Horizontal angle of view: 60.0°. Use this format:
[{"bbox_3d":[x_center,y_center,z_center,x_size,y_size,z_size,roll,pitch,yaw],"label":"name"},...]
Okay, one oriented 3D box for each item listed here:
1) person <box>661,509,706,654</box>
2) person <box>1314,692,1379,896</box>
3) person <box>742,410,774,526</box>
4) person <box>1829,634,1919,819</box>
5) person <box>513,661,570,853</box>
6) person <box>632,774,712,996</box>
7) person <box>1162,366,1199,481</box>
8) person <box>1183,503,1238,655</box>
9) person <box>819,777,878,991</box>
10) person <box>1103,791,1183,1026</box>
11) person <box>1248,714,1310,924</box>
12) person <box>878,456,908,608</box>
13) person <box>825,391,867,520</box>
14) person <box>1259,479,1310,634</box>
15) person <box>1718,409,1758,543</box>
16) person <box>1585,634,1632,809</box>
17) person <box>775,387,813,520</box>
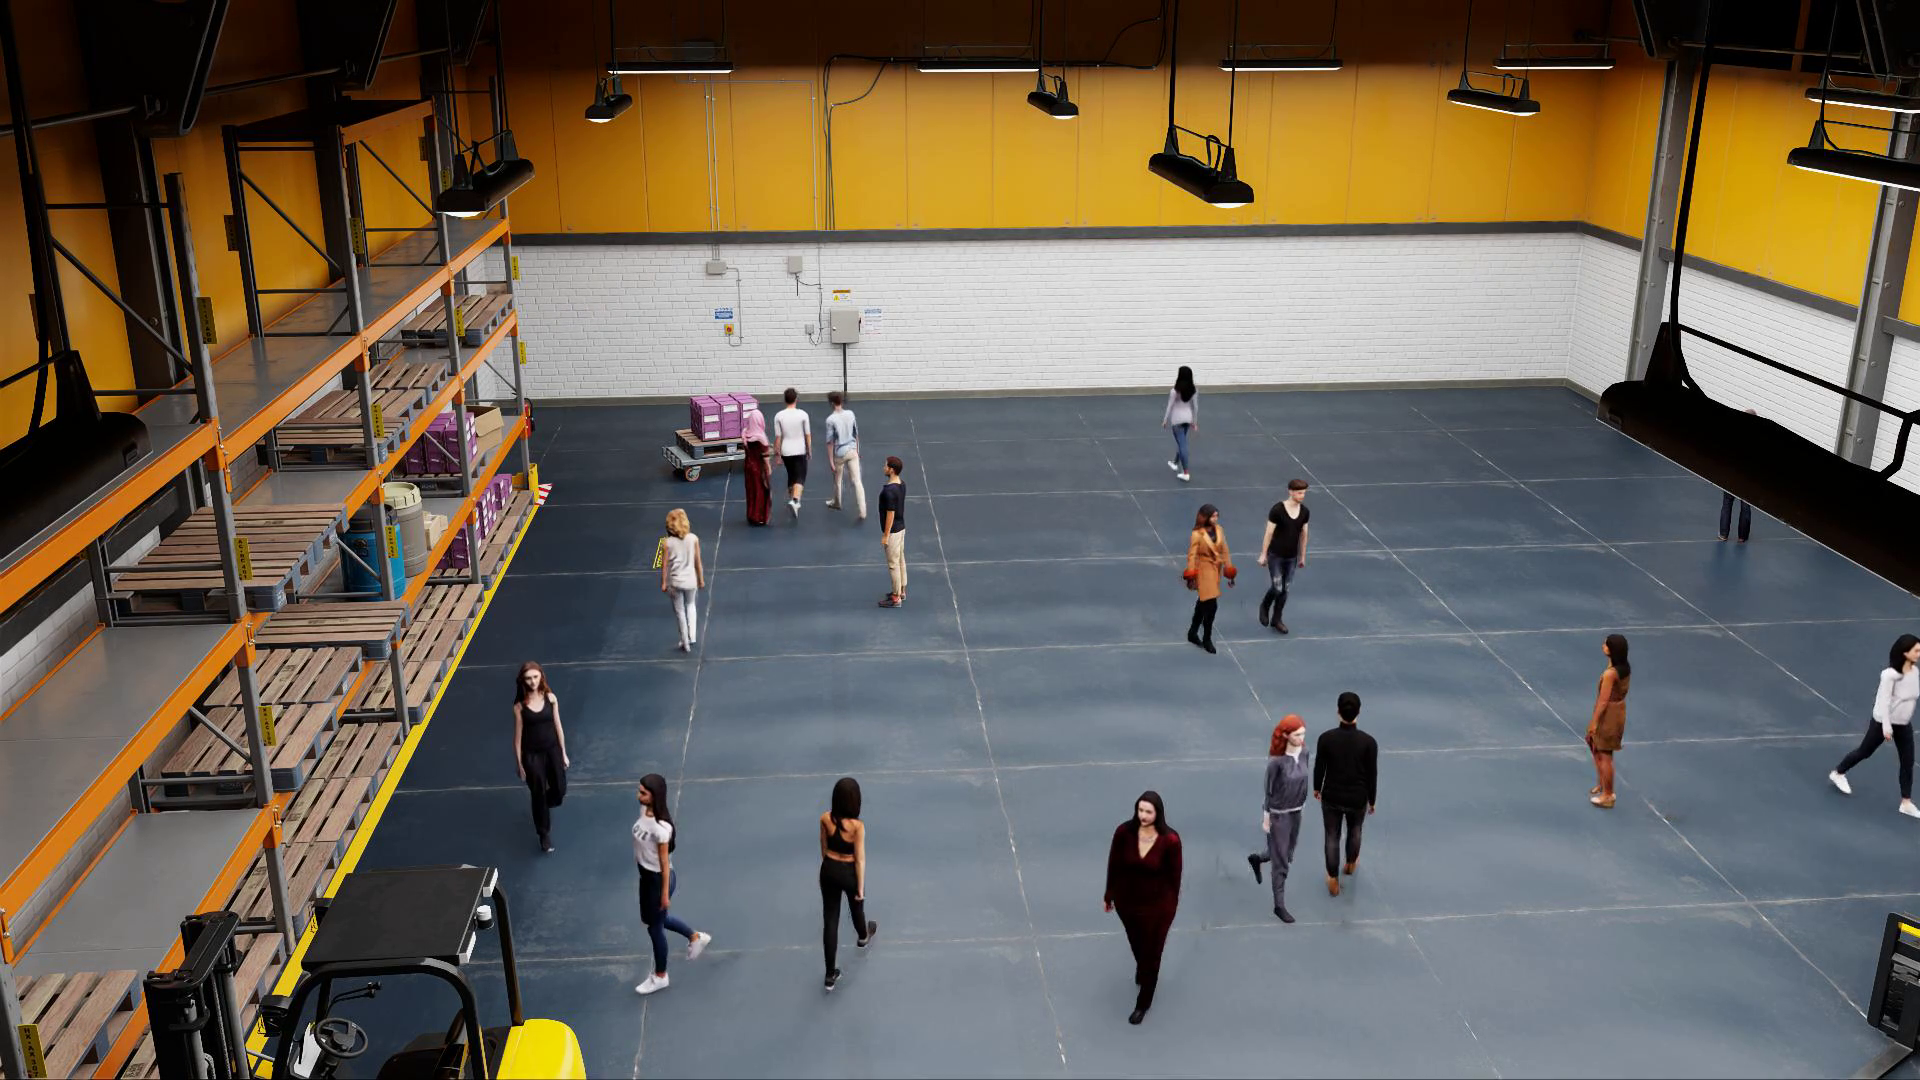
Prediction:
[{"bbox_3d":[-3.090,0.479,18.613,0.698,1.662,0.685,-8,20,-23],"label":"person"},{"bbox_3d":[3.162,2.118,13.678,0.827,1.705,0.958,4,19,12],"label":"person"},{"bbox_3d":[-2.817,-1.009,23.070,0.844,1.637,0.749,-17,25,-40],"label":"person"},{"bbox_3d":[8.388,1.644,15.153,0.861,1.661,1.200,-8,20,-21],"label":"person"},{"bbox_3d":[-3.678,1.836,14.464,0.798,1.736,0.888,-12,22,-31],"label":"person"},{"bbox_3d":[-2.176,2.524,12.380,0.862,1.763,0.897,-10,21,-27],"label":"person"},{"bbox_3d":[3.410,-1.737,25.129,0.865,1.703,1.096,-10,21,-27],"label":"person"},{"bbox_3d":[2.723,0.400,18.784,0.864,1.702,0.935,-13,22,-33],"label":"person"},{"bbox_3d":[-0.922,2.587,12.445,0.837,1.602,1.132,5,19,15],"label":"person"},{"bbox_3d":[1.377,2.602,12.226,1.027,1.714,1.223,9,21,24],"label":"person"},{"bbox_3d":[2.536,2.185,13.392,0.822,1.760,0.982,-11,22,-30],"label":"person"},{"bbox_3d":[-0.793,-0.115,20.066,0.754,1.860,0.584,5,19,14],"label":"person"},{"bbox_3d":[-1.572,-1.139,23.209,1.087,1.793,1.345,-9,20,-24],"label":"person"},{"bbox_3d":[3.690,0.154,19.250,0.785,1.870,0.847,-5,19,-14],"label":"person"},{"bbox_3d":[10.532,-0.884,22.411,0.739,1.820,0.732,8,20,22],"label":"person"},{"bbox_3d":[5.967,1.662,15.075,0.777,1.676,0.709,12,22,32],"label":"person"},{"bbox_3d":[-2.329,-1.195,23.326,0.814,1.826,1.173,2,19,7],"label":"person"}]
